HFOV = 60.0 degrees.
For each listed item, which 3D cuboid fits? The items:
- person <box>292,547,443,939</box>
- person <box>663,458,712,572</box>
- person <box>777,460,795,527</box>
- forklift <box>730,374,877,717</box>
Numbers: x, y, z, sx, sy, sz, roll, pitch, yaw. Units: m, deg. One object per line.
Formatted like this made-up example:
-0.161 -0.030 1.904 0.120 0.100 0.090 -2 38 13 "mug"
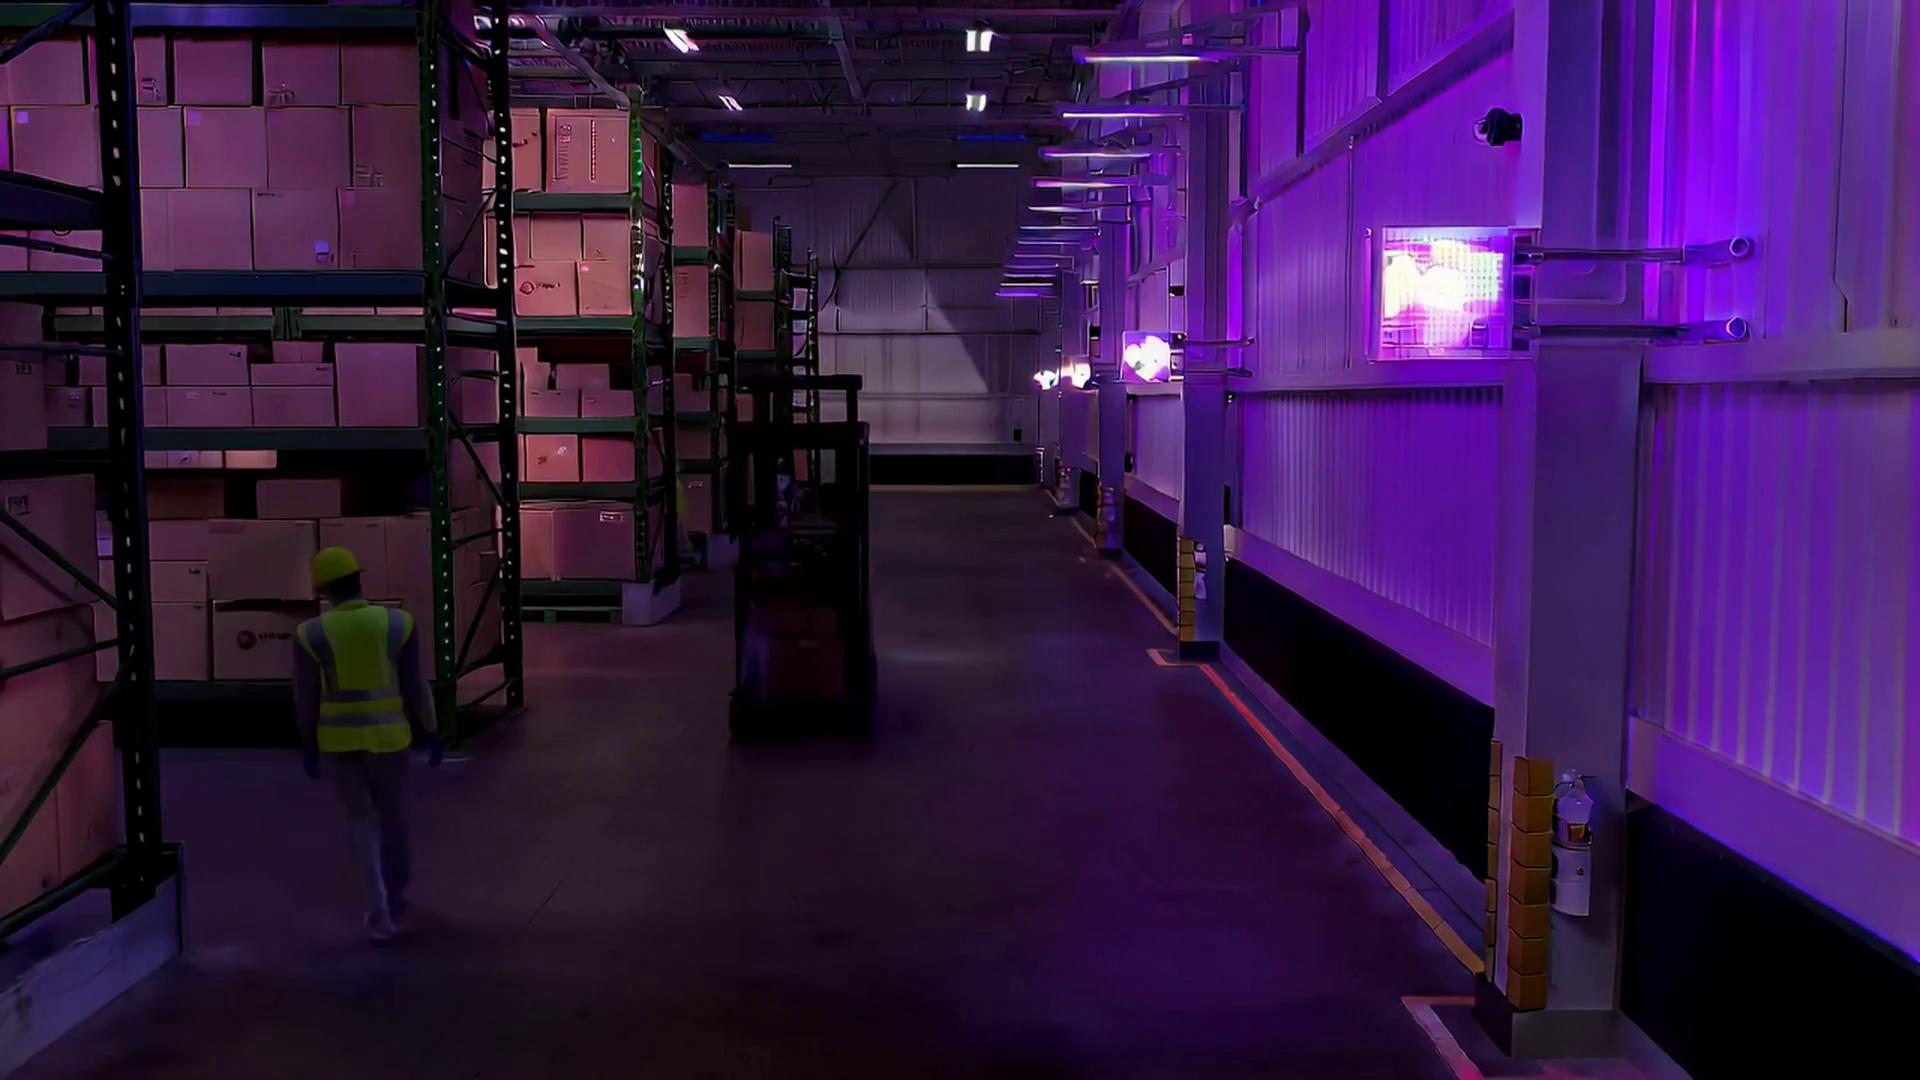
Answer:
-2.973 0.974 8.316 0.678 1.880 0.901 -3 6 -29 "person"
-4.155 -0.351 24.705 0.911 1.705 0.582 -1 5 -10 "person"
-2.873 -0.457 26.369 0.514 1.643 0.307 1 5 10 "person"
-1.298 -0.023 14.189 1.129 2.768 1.873 0 5 0 "forklift"
